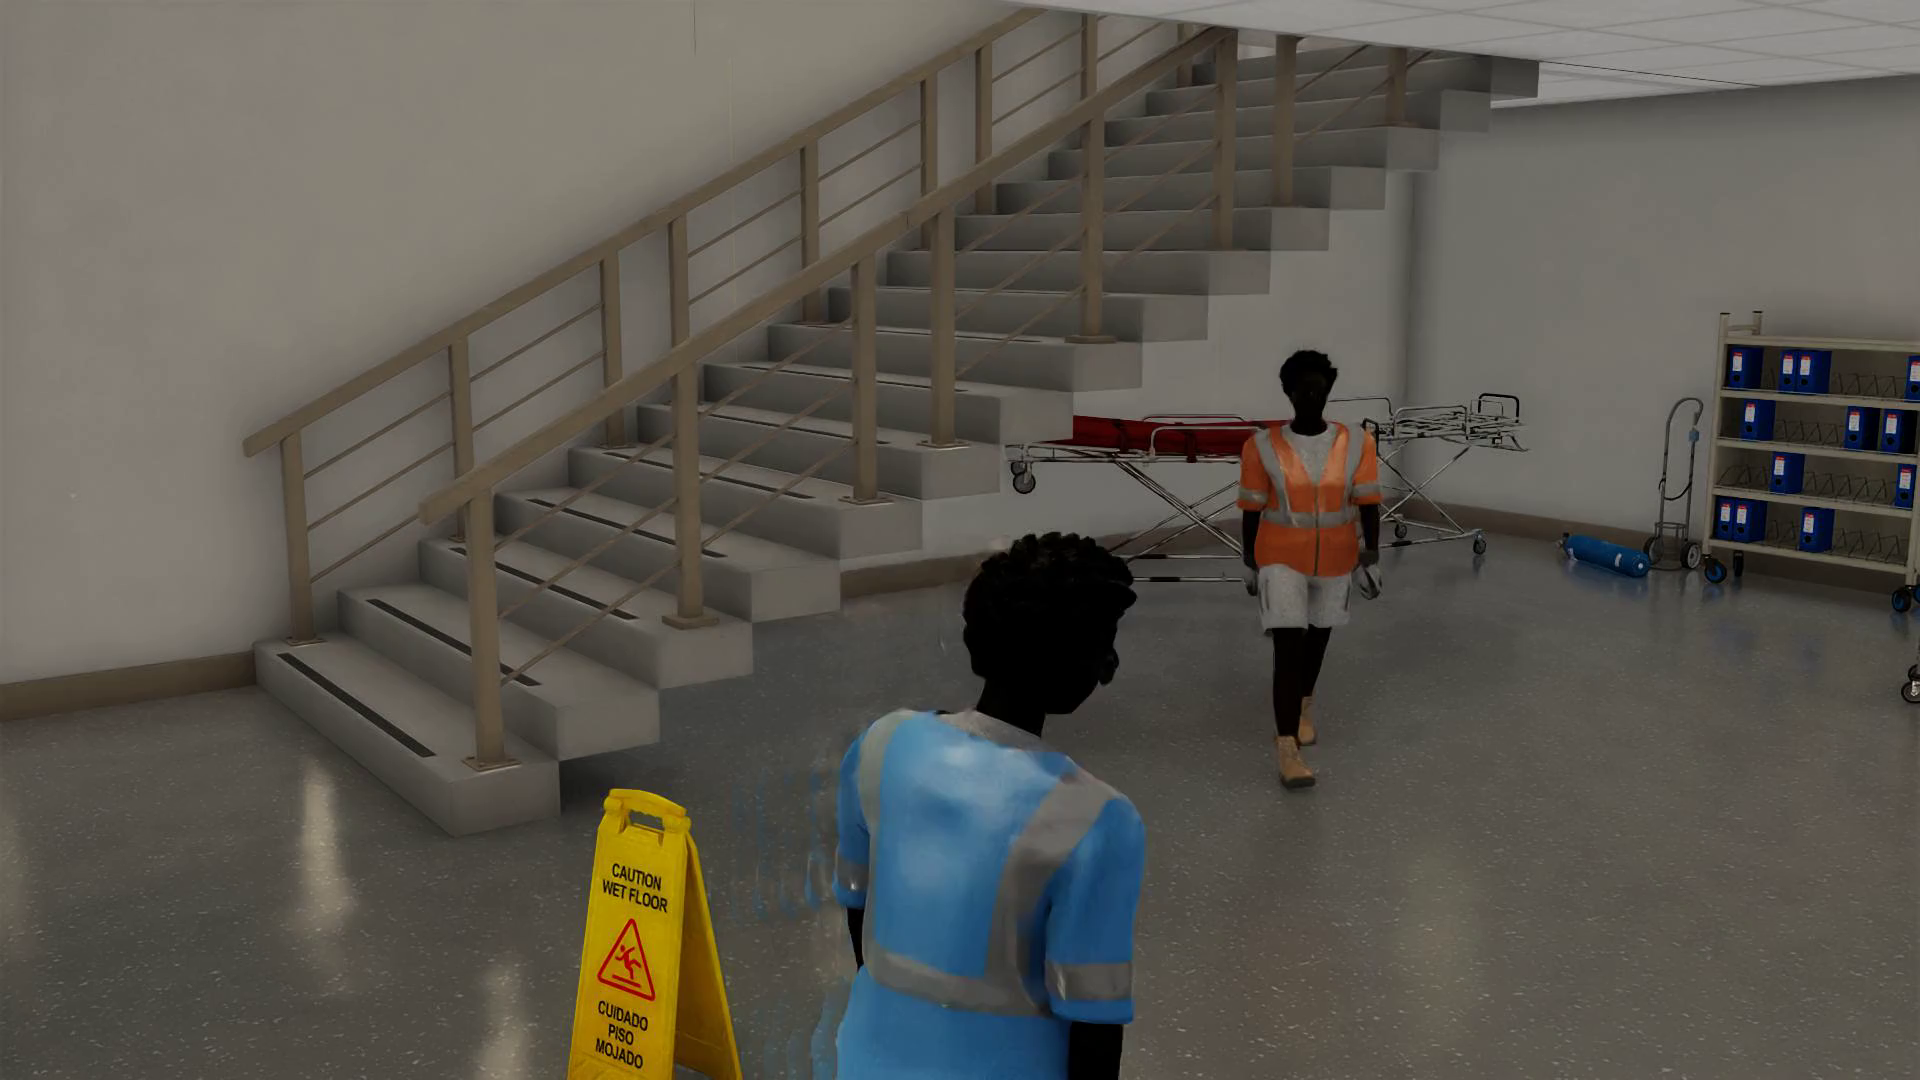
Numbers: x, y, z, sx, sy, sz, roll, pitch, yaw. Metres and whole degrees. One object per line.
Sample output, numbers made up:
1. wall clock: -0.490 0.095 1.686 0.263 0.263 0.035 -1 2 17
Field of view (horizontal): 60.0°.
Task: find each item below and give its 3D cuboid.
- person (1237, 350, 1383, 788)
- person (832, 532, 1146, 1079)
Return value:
1. person: 1.354 0.082 6.501 0.534 1.649 0.907 -1 10 -3
2. person: -0.038 0.817 2.308 0.559 1.648 0.773 8 12 37
